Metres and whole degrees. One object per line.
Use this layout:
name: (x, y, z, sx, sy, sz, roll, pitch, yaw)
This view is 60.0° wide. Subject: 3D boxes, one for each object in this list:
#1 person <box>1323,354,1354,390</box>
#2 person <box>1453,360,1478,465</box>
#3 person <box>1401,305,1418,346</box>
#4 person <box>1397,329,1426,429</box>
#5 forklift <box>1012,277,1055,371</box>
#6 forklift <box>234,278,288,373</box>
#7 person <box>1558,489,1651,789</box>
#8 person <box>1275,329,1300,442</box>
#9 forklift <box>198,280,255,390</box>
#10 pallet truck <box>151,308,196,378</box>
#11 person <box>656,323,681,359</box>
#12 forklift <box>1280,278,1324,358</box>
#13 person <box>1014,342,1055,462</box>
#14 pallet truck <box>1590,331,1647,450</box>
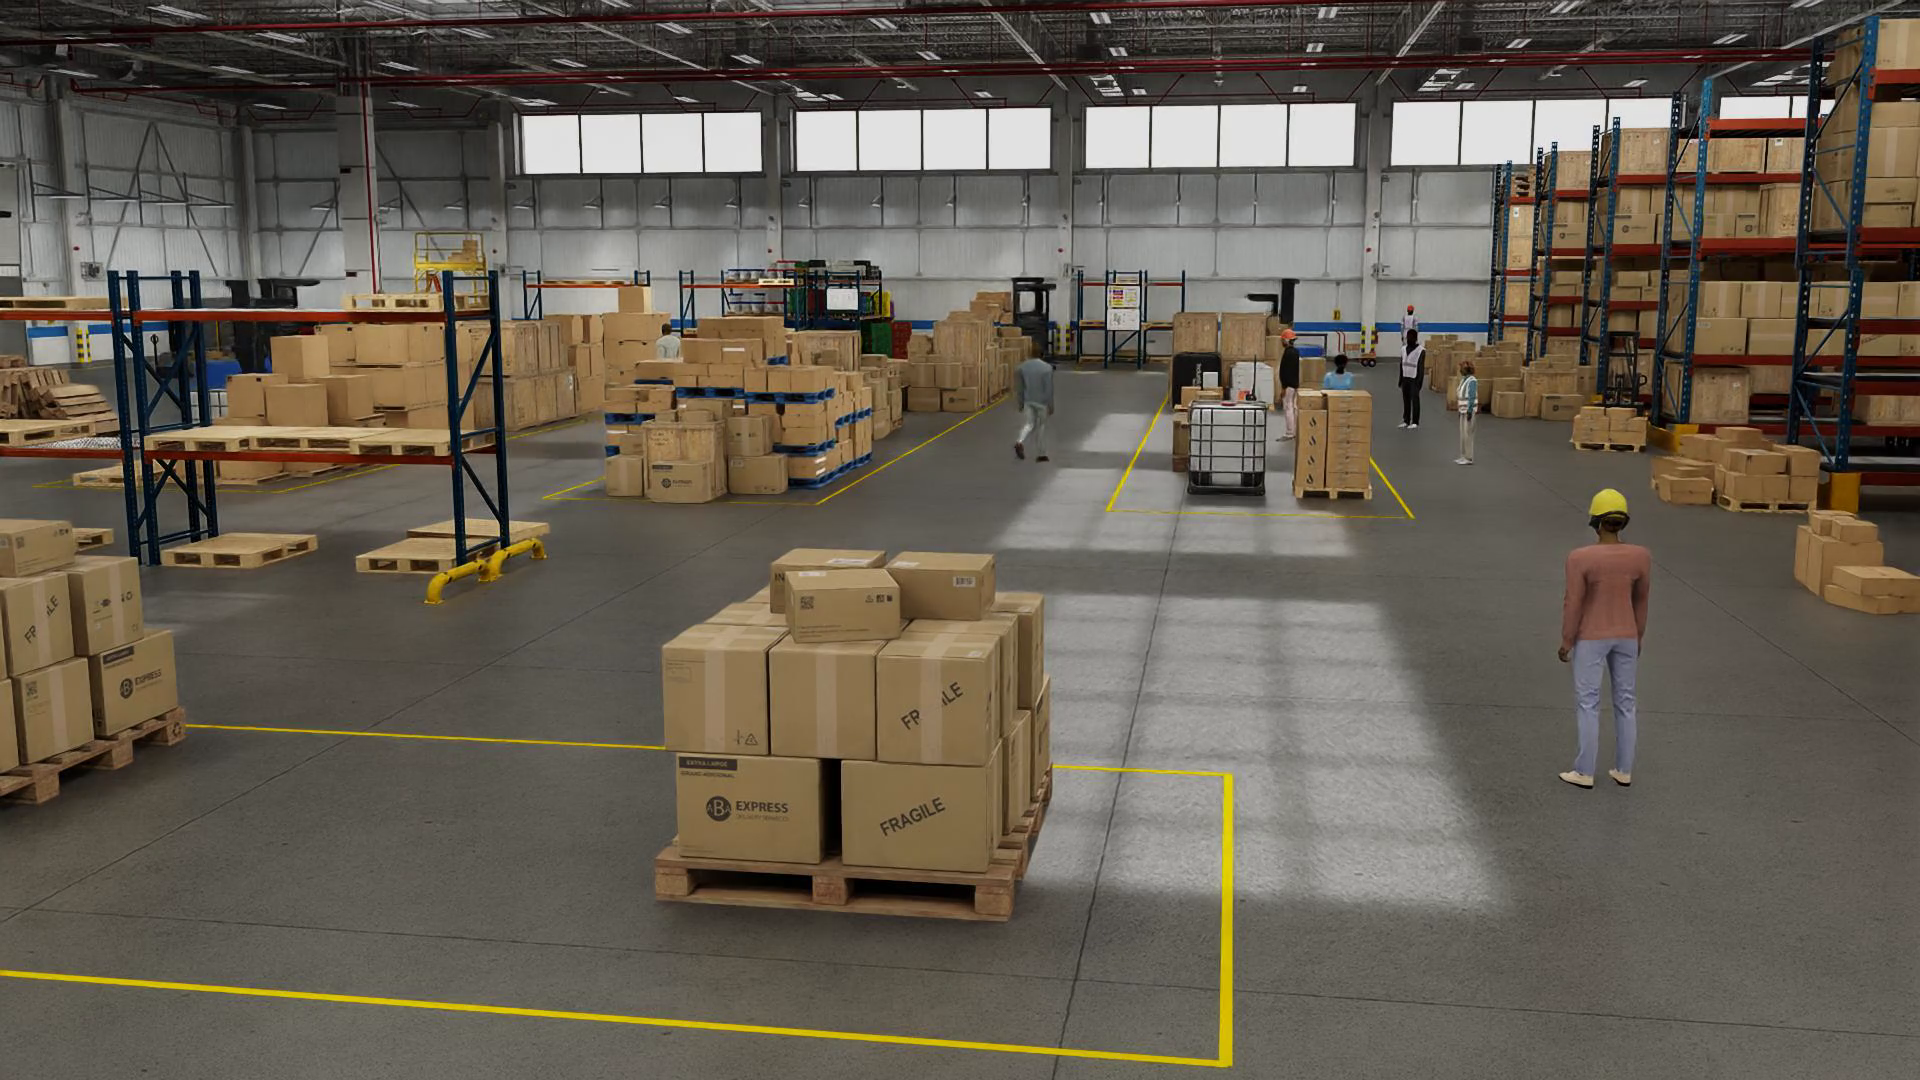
person: (6.170, -2.180, 27.064, 0.534, 1.669, 0.663, 0, 9, -2)
person: (7.943, -1.997, 26.075, 0.325, 1.631, 0.520, 0, 9, -2)
person: (14.307, -6.504, 52.928, 0.545, 1.939, 0.354, 5, 10, 27)
person: (8.694, -3.093, 31.984, 0.398, 1.911, 0.587, -5, 11, -29)
forklift: (2.046, -6.547, 50.295, 1.129, 2.768, 1.873, -3, 10, -17)
forklift: (-17.634, -5.341, 42.856, 1.873, 2.768, 1.129, 1, 9, 4)
person: (3.767, 0.581, 9.757, 0.525, 1.769, 0.327, -1, 9, -6)
person: (5.816, -2.730, 29.471, 0.386, 1.996, 0.610, 5, 11, 29)
forklift: (-15.465, -4.206, 35.856, 1.873, 2.768, 1.129, -5, 10, -26)
pallet truck: (-21.869, -5.598, 47.154, 0.823, 1.965, 1.885, 4, 10, 26)
person: (-6.136, -3.597, 34.992, 0.377, 1.940, 0.629, 7, 11, 35)
forklift: (8.433, -5.339, 42.843, 1.873, 2.768, 1.129, 2, 9, 9)
person: (1.174, -2.163, 26.210, 0.633, 1.922, 0.640, 7, 11, 36)
pallet truck: (11.253, -2.573, 28.499, 0.823, 1.965, 1.885, 5, 10, 27)
